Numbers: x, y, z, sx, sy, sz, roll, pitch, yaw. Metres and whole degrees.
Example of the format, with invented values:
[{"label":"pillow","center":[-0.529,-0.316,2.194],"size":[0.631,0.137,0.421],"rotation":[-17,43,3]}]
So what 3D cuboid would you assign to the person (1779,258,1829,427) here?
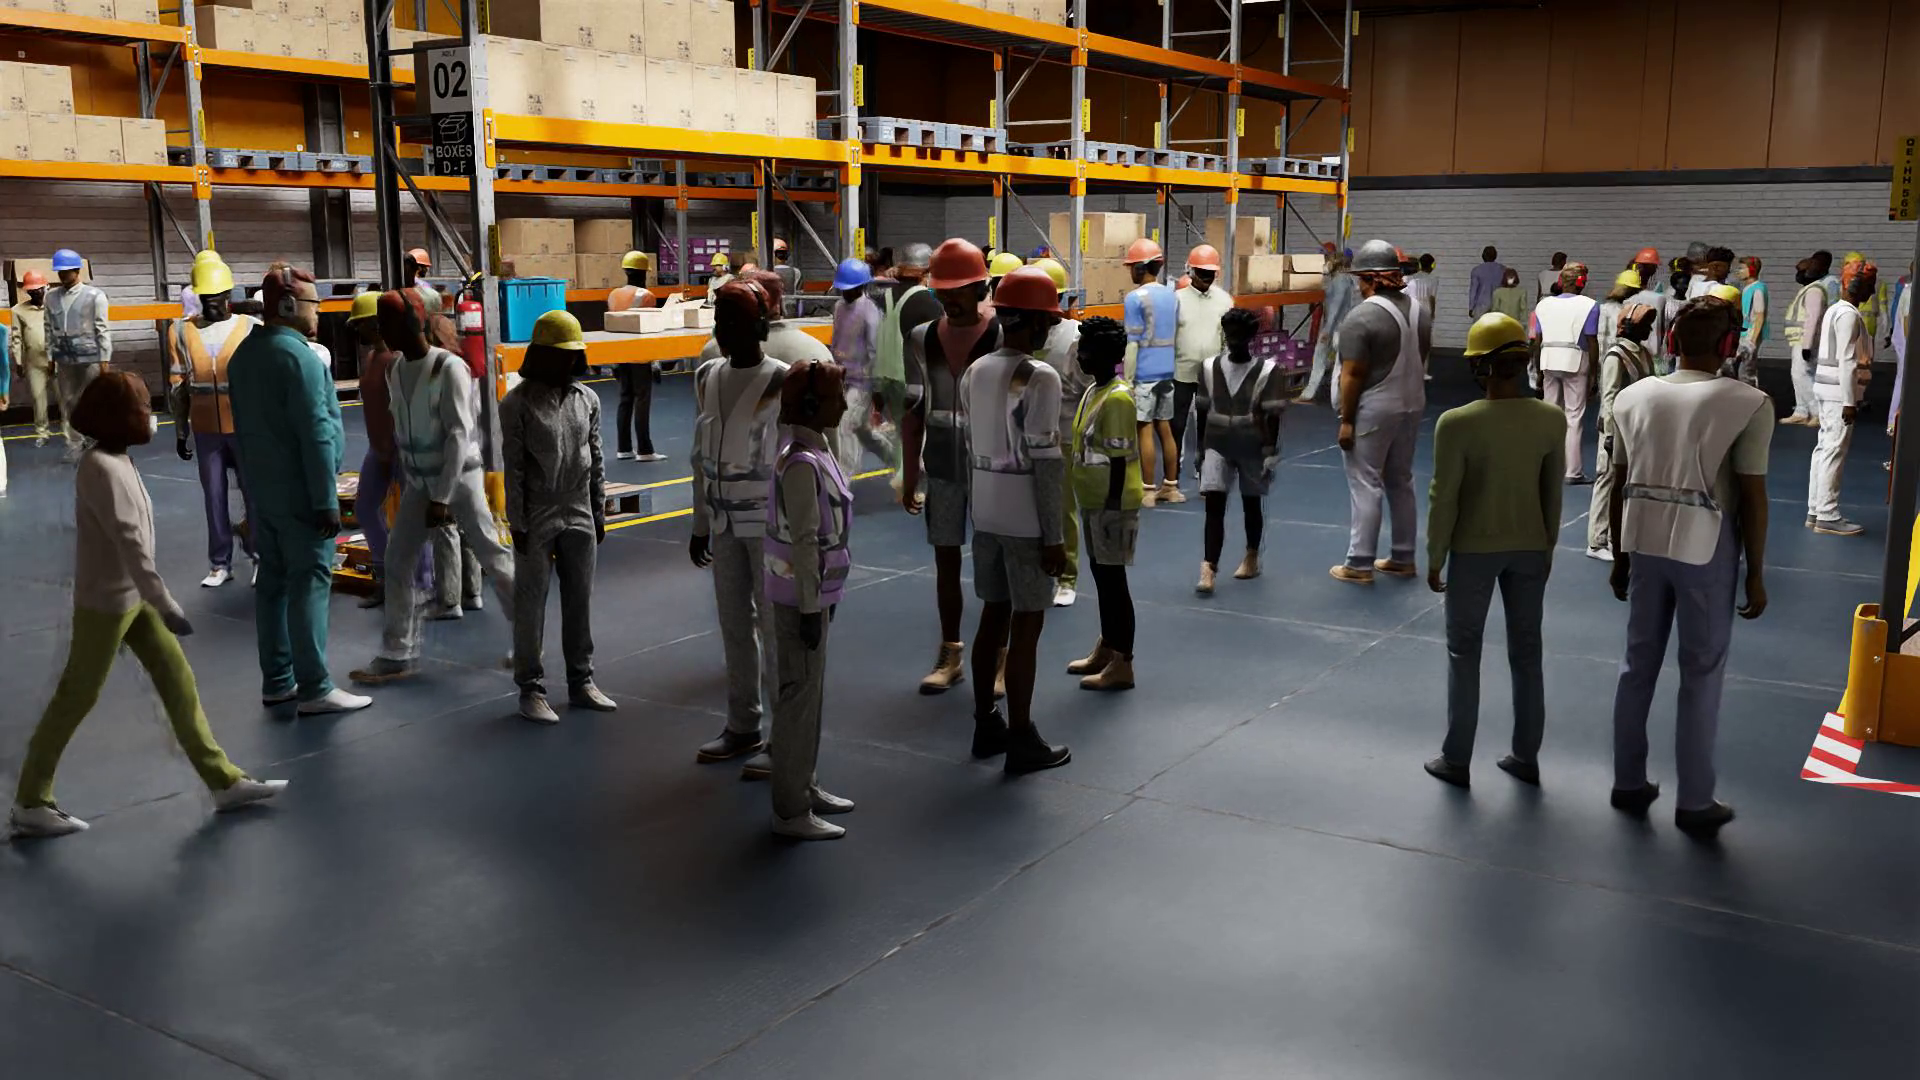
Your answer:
[{"label":"person","center":[9.256,-2.145,18.132],"size":[0.510,1.832,0.645],"rotation":[5,11,26]}]

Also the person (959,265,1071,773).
[{"label":"person","center":[0.233,-0.079,6.389],"size":[0.386,1.929,0.543],"rotation":[-7,12,-33]}]

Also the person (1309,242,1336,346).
[{"label":"person","center":[6.210,-4.062,28.295],"size":[0.615,1.986,0.410],"rotation":[-3,11,-18]}]

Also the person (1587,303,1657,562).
[{"label":"person","center":[4.202,-0.677,10.522],"size":[0.509,1.629,0.316],"rotation":[-9,14,-42]}]

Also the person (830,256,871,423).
[{"label":"person","center":[-1.125,-2.183,18.104],"size":[0.597,1.909,0.405],"rotation":[-5,11,-26]}]

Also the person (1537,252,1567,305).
[{"label":"person","center":[9.355,-3.606,26.205],"size":[0.573,1.831,0.407],"rotation":[9,14,42]}]

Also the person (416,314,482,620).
[{"label":"person","center":[-2.753,-0.391,8.939],"size":[0.312,1.632,0.525],"rotation":[1,10,7]}]

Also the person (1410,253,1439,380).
[{"label":"person","center":[6.592,-3.198,23.915],"size":[0.709,1.839,0.524],"rotation":[-10,14,-43]}]

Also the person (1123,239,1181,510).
[{"label":"person","center":[1.411,-1.254,12.616],"size":[0.428,2.033,0.608],"rotation":[10,14,43]}]

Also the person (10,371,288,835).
[{"label":"person","center":[-2.869,0.217,5.704],"size":[0.886,1.583,0.504],"rotation":[-3,11,-15]}]

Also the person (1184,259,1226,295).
[{"label":"person","center":[2.335,-1.808,16.179],"size":[0.639,1.857,0.982],"rotation":[-4,11,-19]}]

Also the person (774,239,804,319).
[{"label":"person","center":[-2.240,-2.725,20.743],"size":[0.606,2.037,0.382],"rotation":[-6,12,-32]}]

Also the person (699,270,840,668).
[{"label":"person","center":[-0.890,-0.301,7.738],"size":[0.661,1.891,0.394],"rotation":[-3,11,-16]}]

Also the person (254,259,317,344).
[{"label":"person","center":[-6.837,-1.935,16.918],"size":[0.579,1.834,0.473],"rotation":[-4,11,-20]}]

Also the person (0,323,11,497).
[{"label":"person","center":[-7.720,-1.177,12.993],"size":[0.350,1.739,0.575],"rotation":[6,12,31]}]

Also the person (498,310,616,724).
[{"label":"person","center":[-1.686,-0.097,7.021],"size":[0.321,1.737,0.483],"rotation":[9,14,42]}]

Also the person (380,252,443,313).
[{"label":"person","center":[-4.936,-1.626,14.986],"size":[0.587,1.916,0.392],"rotation":[1,10,4]}]

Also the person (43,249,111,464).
[{"label":"person","center":[-7.980,-1.646,15.037],"size":[0.605,1.938,0.410],"rotation":[1,10,5]}]

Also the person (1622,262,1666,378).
[{"label":"person","center":[6.669,-1.789,16.193],"size":[0.541,1.815,0.976],"rotation":[-1,10,-6]}]

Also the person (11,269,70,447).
[{"label":"person","center":[-8.965,-1.774,16.294],"size":[0.574,1.740,0.348],"rotation":[-3,11,-17]}]

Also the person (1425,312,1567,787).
[{"label":"person","center":[1.973,0.043,6.184],"size":[0.528,1.761,0.339],"rotation":[-1,10,-8]}]

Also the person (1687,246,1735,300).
[{"label":"person","center":[7.325,-1.881,16.279],"size":[0.376,1.959,0.600],"rotation":[0,10,-2]}]

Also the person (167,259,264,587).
[{"label":"person","center":[-4.285,-0.669,9.697],"size":[0.588,1.915,0.400],"rotation":[-1,10,-8]}]

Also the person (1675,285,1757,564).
[{"label":"person","center":[4.709,-0.712,10.400],"size":[0.489,1.743,0.323],"rotation":[9,14,42]}]

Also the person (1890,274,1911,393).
[{"label":"person","center":[12.553,-2.819,21.831],"size":[0.634,1.836,0.430],"rotation":[2,10,11]}]

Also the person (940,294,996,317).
[{"label":"person","center":[0.041,-1.378,13.697],"size":[0.645,1.889,0.576],"rotation":[6,12,31]}]

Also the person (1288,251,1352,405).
[{"label":"person","center":[4.580,-2.554,20.214],"size":[1.011,1.897,0.643],"rotation":[0,10,2]}]

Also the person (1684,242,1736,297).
[{"label":"person","center":[8.335,-2.354,18.675],"size":[0.710,2.000,0.601],"rotation":[-5,12,-27]}]

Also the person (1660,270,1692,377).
[{"label":"person","center":[7.770,-2.075,18.079],"size":[0.529,1.697,0.321],"rotation":[0,10,-1]}]

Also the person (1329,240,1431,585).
[{"label":"person","center":[2.462,-0.772,9.908],"size":[0.692,2.000,0.538],"rotation":[-7,13,-35]}]

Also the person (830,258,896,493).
[{"label":"person","center":[-0.706,-1.213,12.771],"size":[0.838,1.890,0.667],"rotation":[-5,12,-27]}]
